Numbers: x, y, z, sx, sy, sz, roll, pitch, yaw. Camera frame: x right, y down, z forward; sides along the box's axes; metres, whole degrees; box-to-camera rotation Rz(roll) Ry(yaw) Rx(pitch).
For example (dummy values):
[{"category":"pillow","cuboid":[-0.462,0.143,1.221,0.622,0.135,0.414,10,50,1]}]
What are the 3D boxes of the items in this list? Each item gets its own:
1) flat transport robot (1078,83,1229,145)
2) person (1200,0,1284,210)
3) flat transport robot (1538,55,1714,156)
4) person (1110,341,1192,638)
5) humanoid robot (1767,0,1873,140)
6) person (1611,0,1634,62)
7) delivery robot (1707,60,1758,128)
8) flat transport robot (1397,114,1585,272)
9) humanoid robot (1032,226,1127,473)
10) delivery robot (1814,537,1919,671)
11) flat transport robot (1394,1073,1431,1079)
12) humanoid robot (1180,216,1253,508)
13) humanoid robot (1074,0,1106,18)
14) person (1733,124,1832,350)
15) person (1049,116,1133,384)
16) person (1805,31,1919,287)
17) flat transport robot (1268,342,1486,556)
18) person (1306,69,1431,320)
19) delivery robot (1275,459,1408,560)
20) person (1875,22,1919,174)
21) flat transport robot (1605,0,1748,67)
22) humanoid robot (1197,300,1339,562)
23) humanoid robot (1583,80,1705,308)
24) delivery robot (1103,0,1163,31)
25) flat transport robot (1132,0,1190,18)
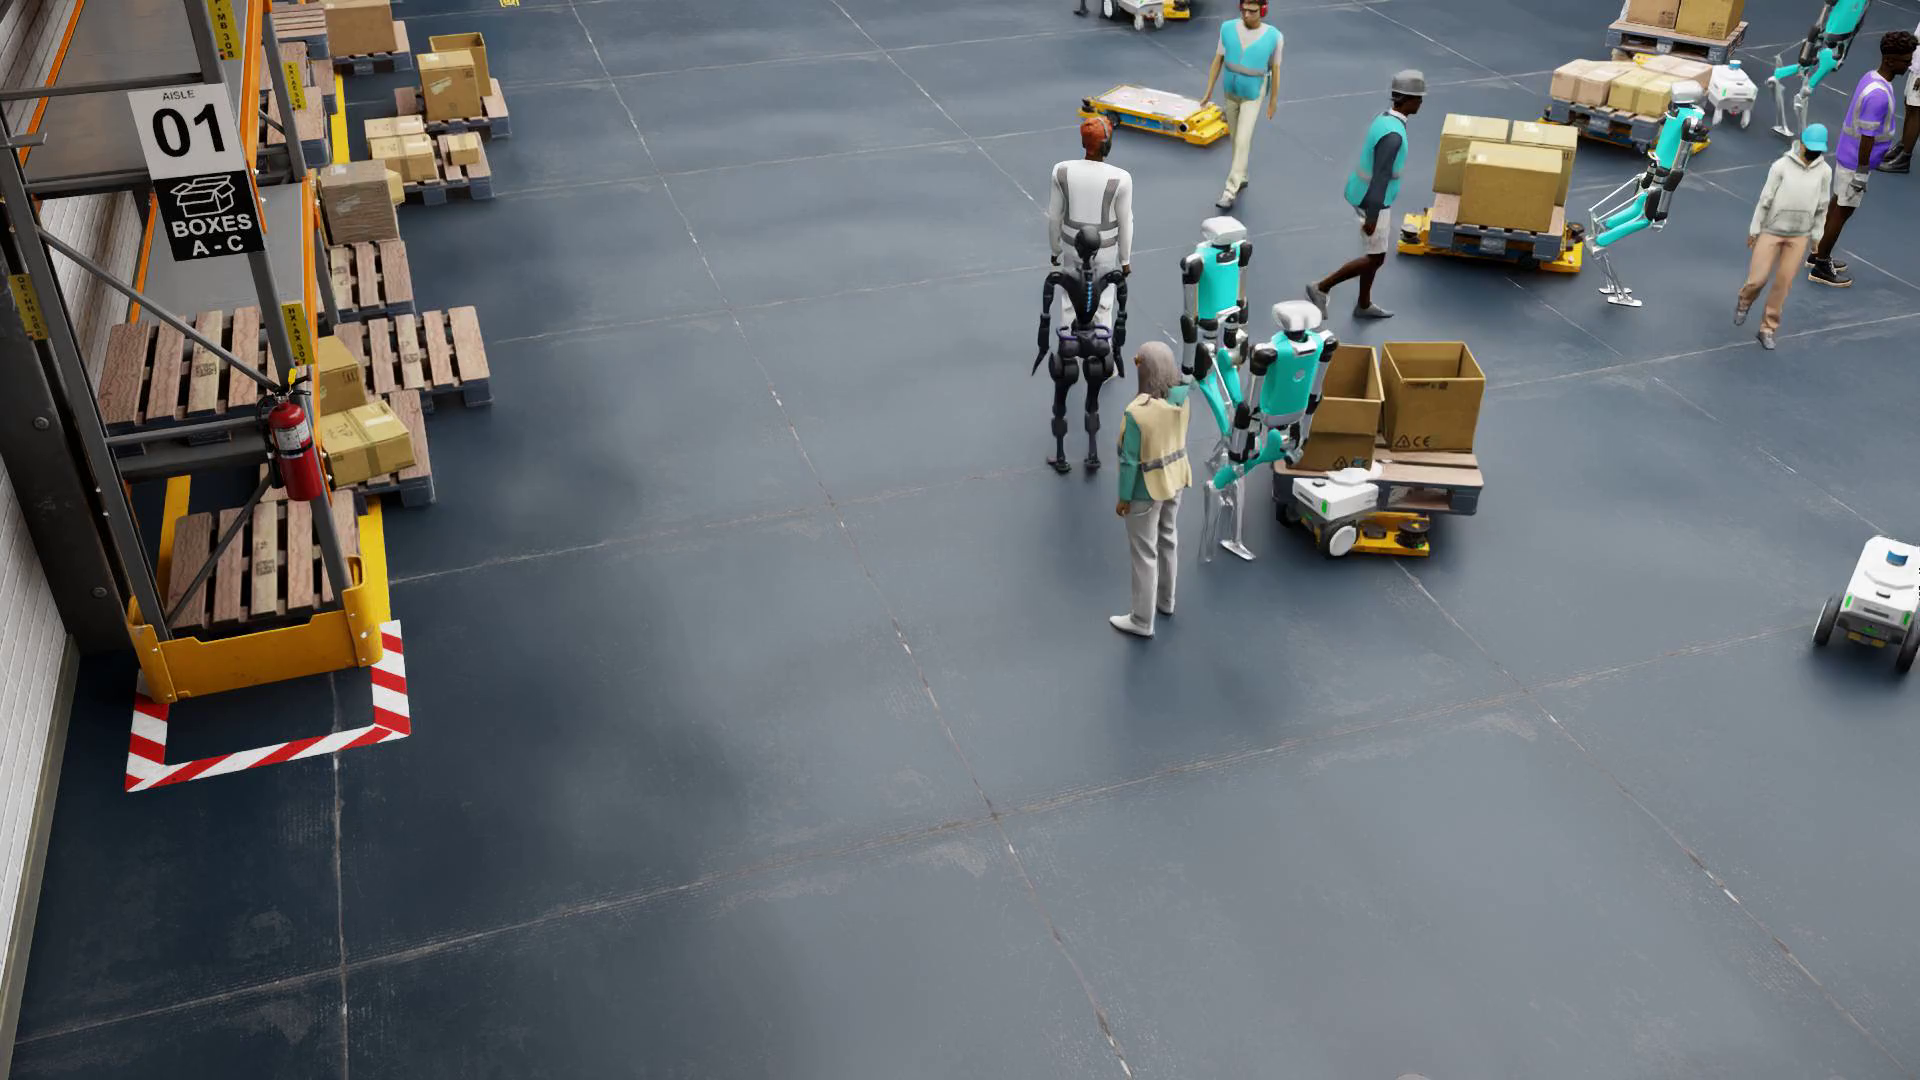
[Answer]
[{"category":"flat transport robot","cuboid":[1.928,-4.167,16.249,1.431,0.231,0.659,21,39,29]},{"category":"person","cuboid":[2.381,-3.770,14.233,0.588,1.806,0.820,22,39,30]},{"category":"flat transport robot","cuboid":[6.346,-3.937,15.896,1.431,0.231,0.659,28,42,36]},{"category":"person","cuboid":[1.044,-0.264,8.956,0.464,1.698,0.399,-28,42,-36]},{"category":"humanoid robot","cuboid":[7.930,-4.513,15.503,0.534,1.831,0.814,-9,34,-14]},{"category":"person","cuboid":[7.233,-6.018,17.622,0.341,1.875,0.461,12,35,17]},{"category":"delivery robot","cuboid":[7.557,-4.420,16.388,0.499,0.608,0.797,3,33,5]},{"category":"flat transport robot","cuboid":[4.361,-2.480,13.662,1.431,0.231,0.659,10,34,15]},{"category":"humanoid robot","cuboid":[0.751,-1.173,10.369,0.586,1.658,0.328,-4,33,-6]},{"category":"delivery robot","cuboid":[5.071,0.299,9.131,0.499,0.587,0.769,20,38,28]},{"category":"flat transport robot","cuboid":[1.751,2.577,5.906,0.659,0.231,1.431,12,35,17]},{"category":"humanoid robot","cuboid":[1.718,-1.020,10.132,0.537,1.798,0.830,-23,39,-31]},{"category":"humanoid robot","cuboid":[1.571,-6.836,19.055,0.596,1.657,0.351,-9,34,-13]},{"category":"person","cuboid":[5.921,-2.185,11.924,0.498,1.658,0.405,5,33,7]},{"category":"person","cuboid":[0.891,-1.969,11.401,0.581,1.881,0.337,12,35,18]},{"category":"person","cuboid":[6.945,-2.945,12.823,0.361,1.963,0.613,12,35,17]},{"category":"flat transport robot","cuboid":[2.529,-0.367,10.421,0.659,0.231,1.431,4,33,6]},{"category":"person","cuboid":[3.001,-2.488,12.177,0.647,1.907,0.586,6,34,8]},{"category":"delivery robot","cuboid":[2.330,-0.261,10.004,0.801,0.602,0.499,-17,37,-24]},{"category":"person","cuboid":[8.575,-4.250,14.853,0.375,1.932,0.550,13,35,19]},{"category":"flat transport robot","cuboid":[7.623,-5.193,17.823,0.659,0.231,1.431,20,38,28]},{"category":"humanoid robot","cuboid":[1.667,-0.595,9.490,0.551,1.832,0.778,-15,36,-21]},{"category":"humanoid robot","cuboid":[4.974,-2.565,12.326,0.735,1.677,0.533,3,33,5]},{"category":"delivery robot","cuboid":[2.034,-6.214,19.120,0.499,0.587,0.781,-15,36,-21]},{"category":"flat transport robot","cuboid":[2.365,-6.515,19.851,0.659,0.231,1.431,2,33,2]}]
